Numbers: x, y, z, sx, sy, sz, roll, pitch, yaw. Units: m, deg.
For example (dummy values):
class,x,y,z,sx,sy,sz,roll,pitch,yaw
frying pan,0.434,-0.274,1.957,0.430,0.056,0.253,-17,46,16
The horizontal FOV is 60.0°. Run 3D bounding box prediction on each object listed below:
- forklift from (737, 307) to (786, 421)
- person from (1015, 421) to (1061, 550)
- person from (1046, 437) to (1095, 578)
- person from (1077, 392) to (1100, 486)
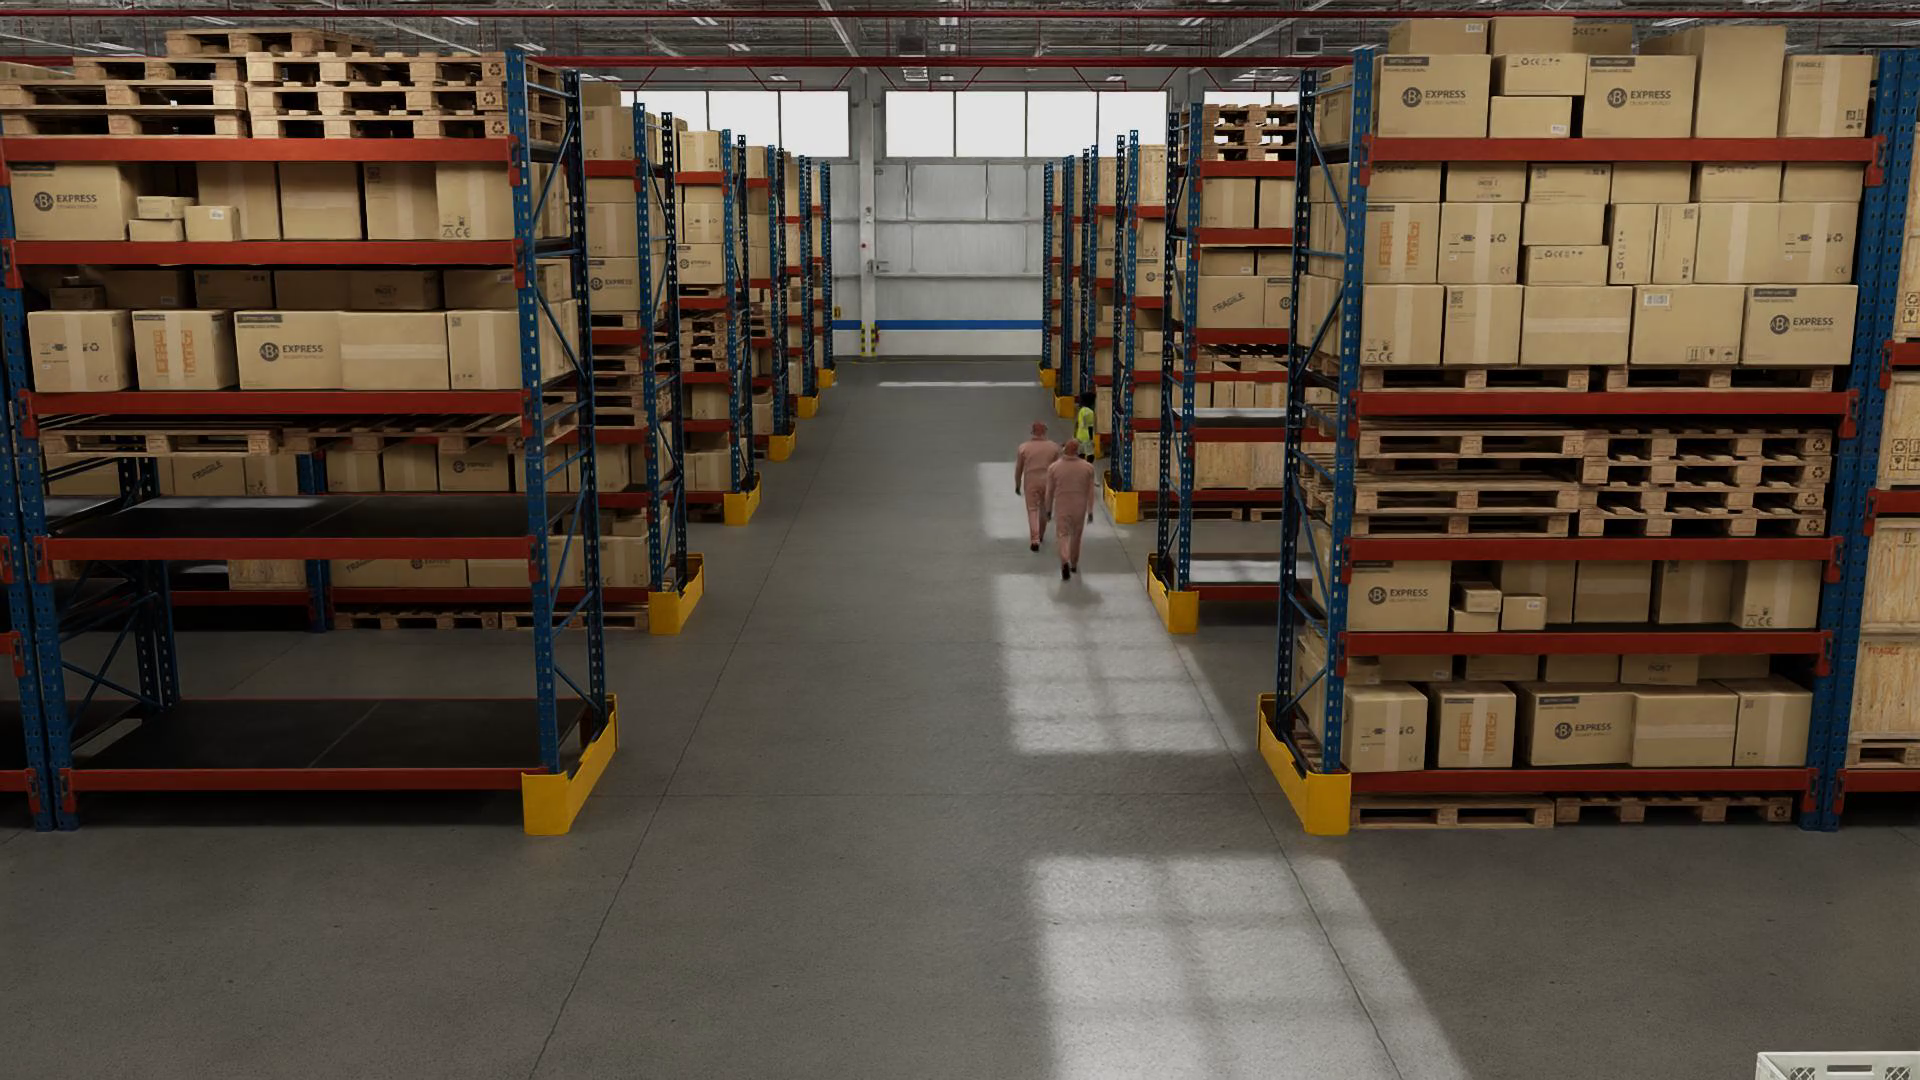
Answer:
class,x,y,z,sx,sy,sz,roll,pitch,yaw
forklift,-4.779,-3.758,36.325,1.873,2.768,1.129,0,11,-1
person,1.140,-0.808,24.264,0.656,1.862,1.008,-1,11,-6
person,1.482,-0.435,22.354,0.650,1.883,0.822,0,11,-1
person,2.278,-1.790,29.571,0.371,1.678,0.543,-3,12,-14
